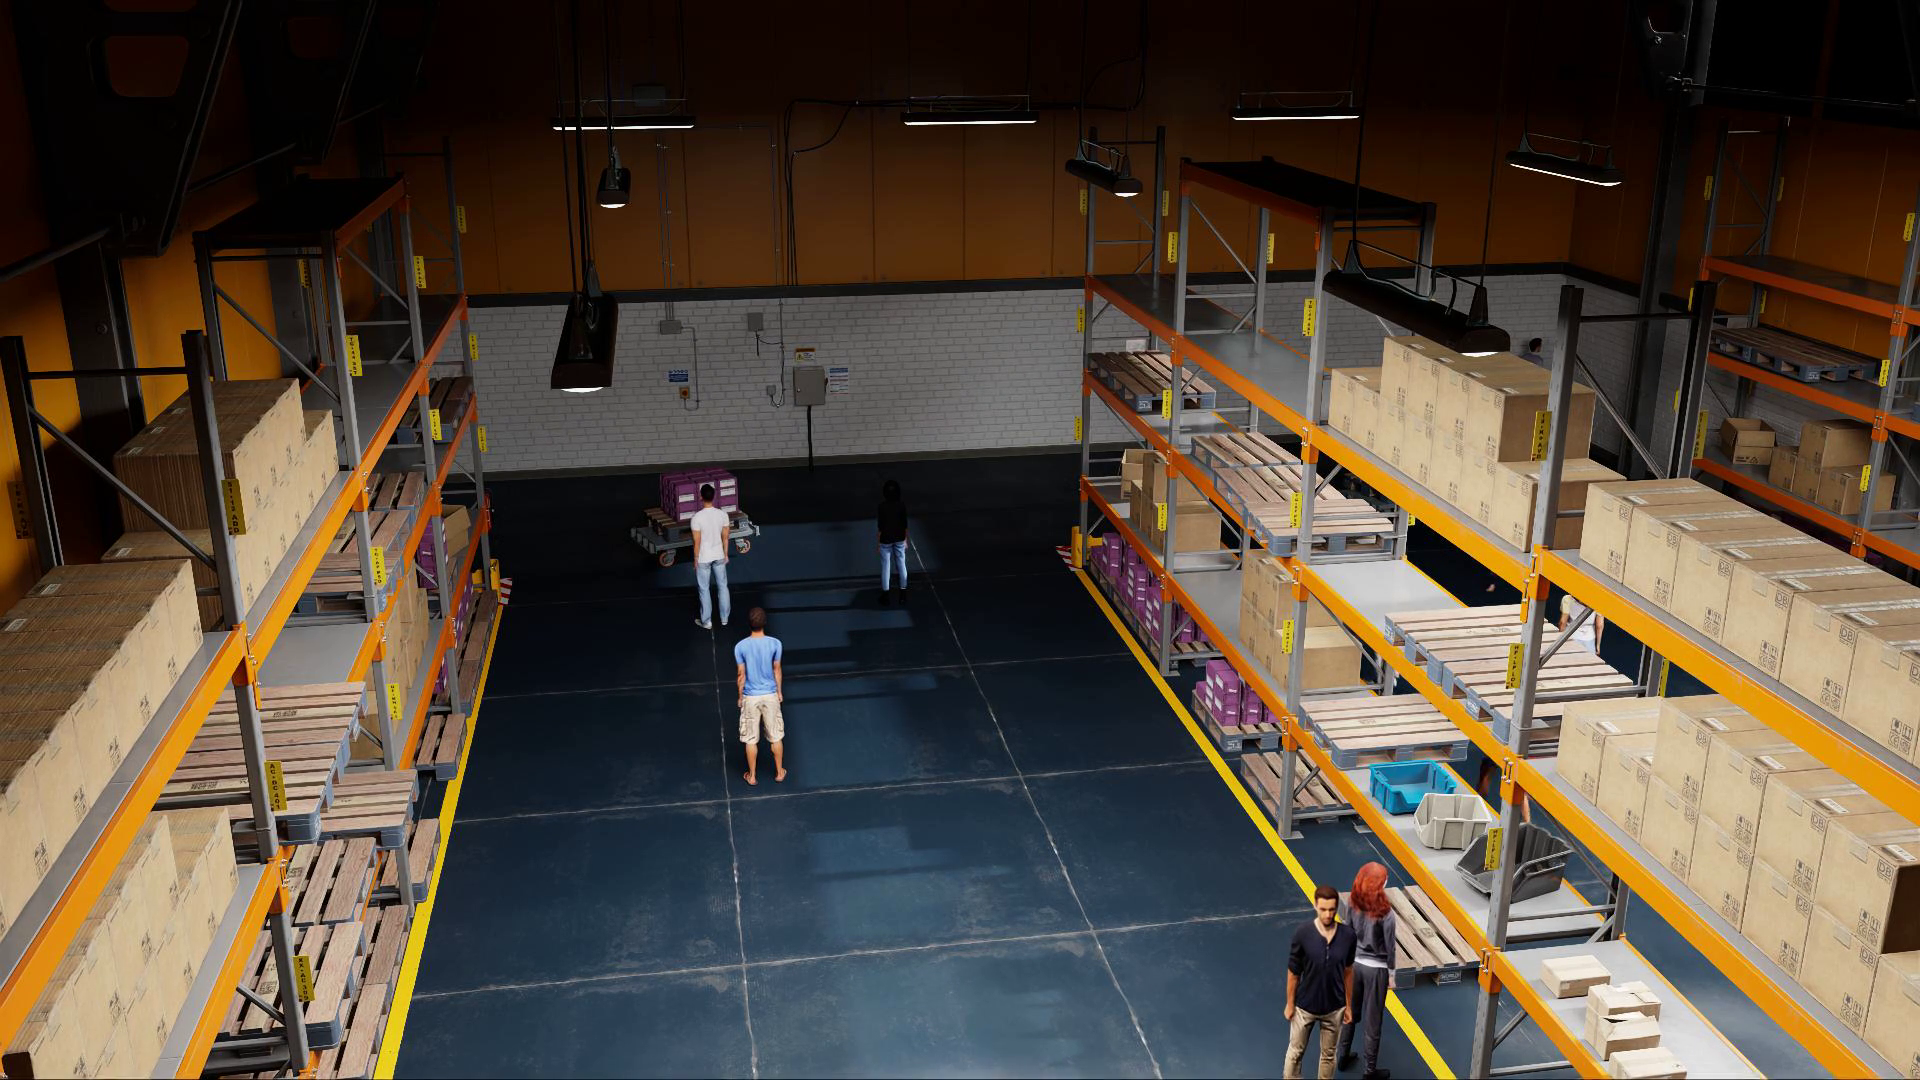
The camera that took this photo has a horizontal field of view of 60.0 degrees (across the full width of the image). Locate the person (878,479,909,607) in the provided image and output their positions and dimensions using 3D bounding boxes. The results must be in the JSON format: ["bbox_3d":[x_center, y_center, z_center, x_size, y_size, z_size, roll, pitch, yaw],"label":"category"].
[{"bbox_3d":[-0.880,0.028,21.686,0.578,1.702,0.557,-5,19,-15],"label":"person"}]

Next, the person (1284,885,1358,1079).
[{"bbox_3d":[2.541,3.275,11.796,0.663,1.859,0.574,0,19,0],"label":"person"}]

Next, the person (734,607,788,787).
[{"bbox_3d":[-2.025,1.576,16.838,0.663,1.862,0.564,-5,19,-14],"label":"person"}]

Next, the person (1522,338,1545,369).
[{"bbox_3d":[10.104,-2.669,29.458,0.794,1.852,0.609,-8,20,-24],"label":"person"}]

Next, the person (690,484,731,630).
[{"bbox_3d":[-3.143,0.196,20.930,0.752,1.866,0.714,-12,22,-32],"label":"person"}]

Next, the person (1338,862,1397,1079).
[{"bbox_3d":[2.998,3.165,12.247,0.714,1.780,0.611,-16,24,-39],"label":"person"}]
